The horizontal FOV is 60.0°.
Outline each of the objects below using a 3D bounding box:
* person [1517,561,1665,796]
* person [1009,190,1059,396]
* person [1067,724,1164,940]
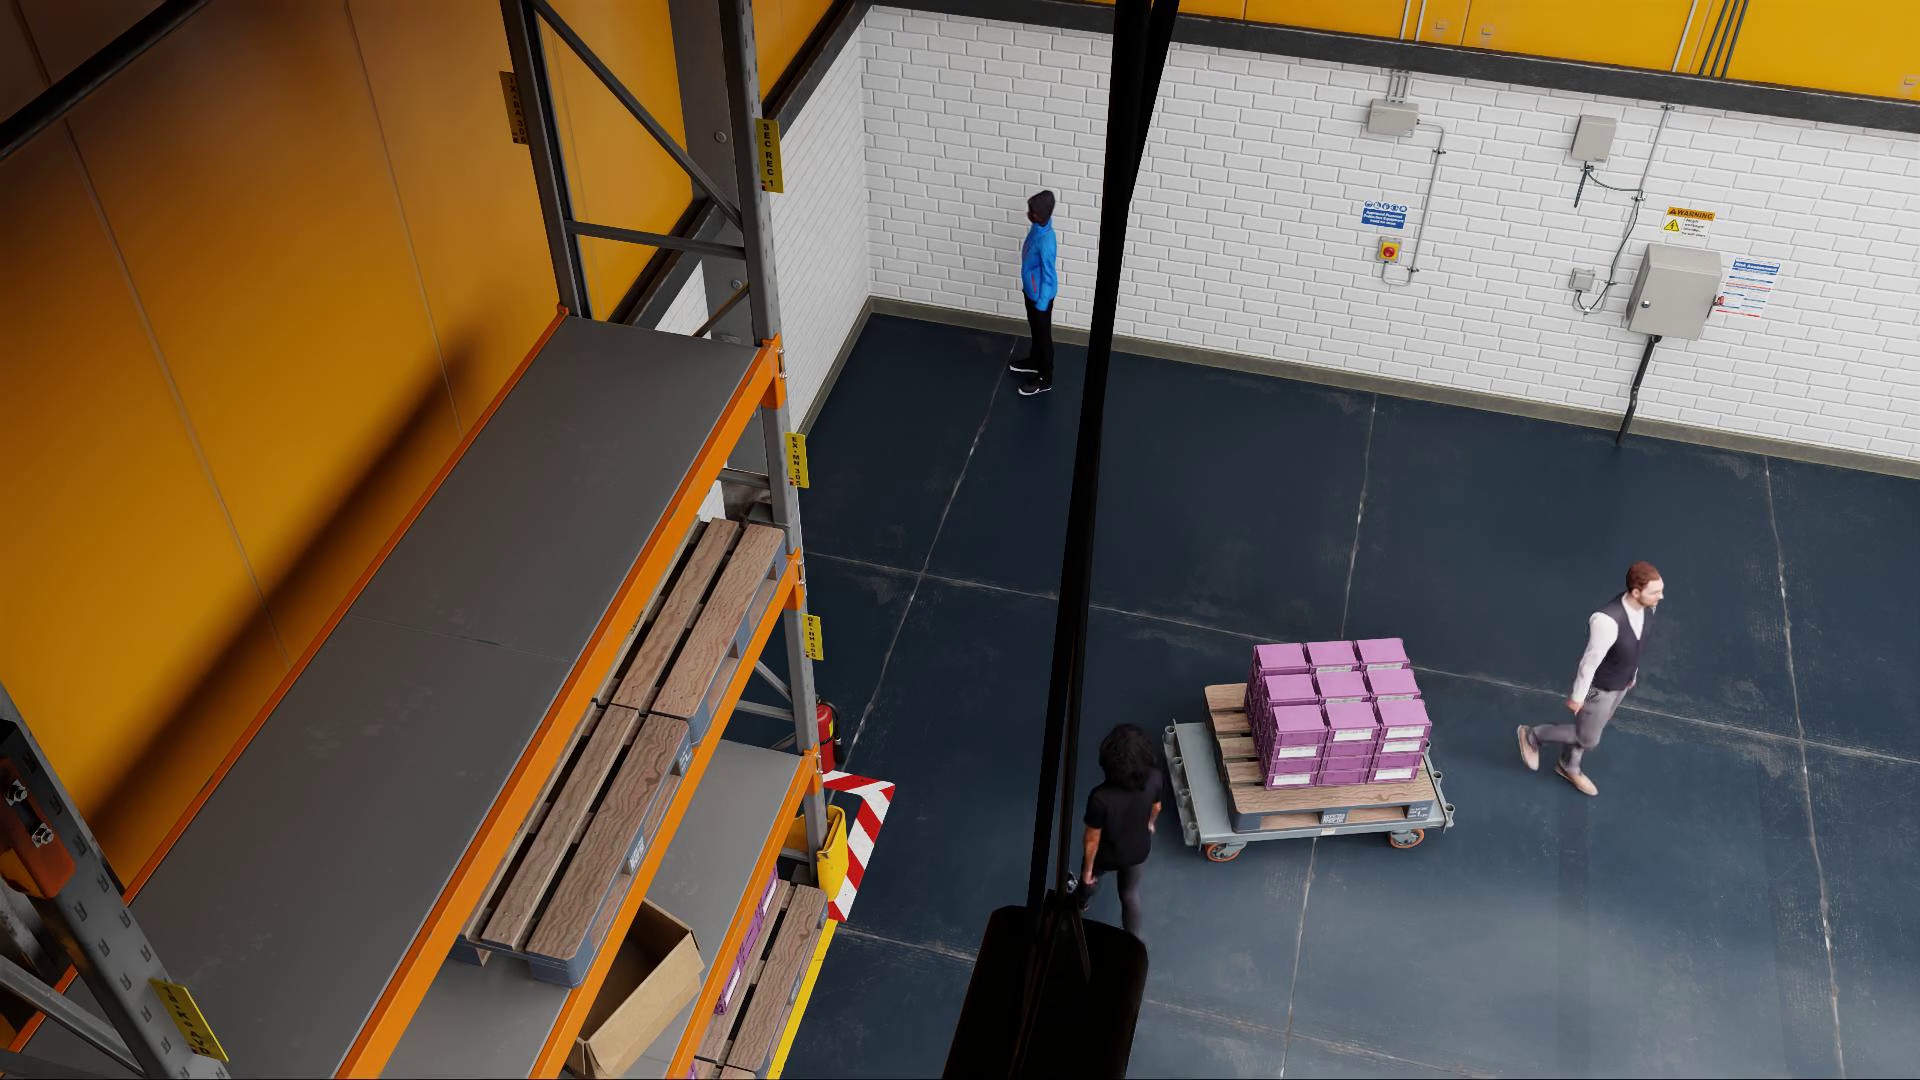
[{"bbox_3d":[3.808,0.789,10.058,0.896,1.920,0.939,-31,52,-28],"label":"person"},{"bbox_3d":[0.633,-1.953,13.025,0.750,1.798,0.634,-8,44,-9],"label":"person"},{"bbox_3d":[0.910,1.732,9.152,0.993,1.806,1.104,-16,46,-16],"label":"person"}]
